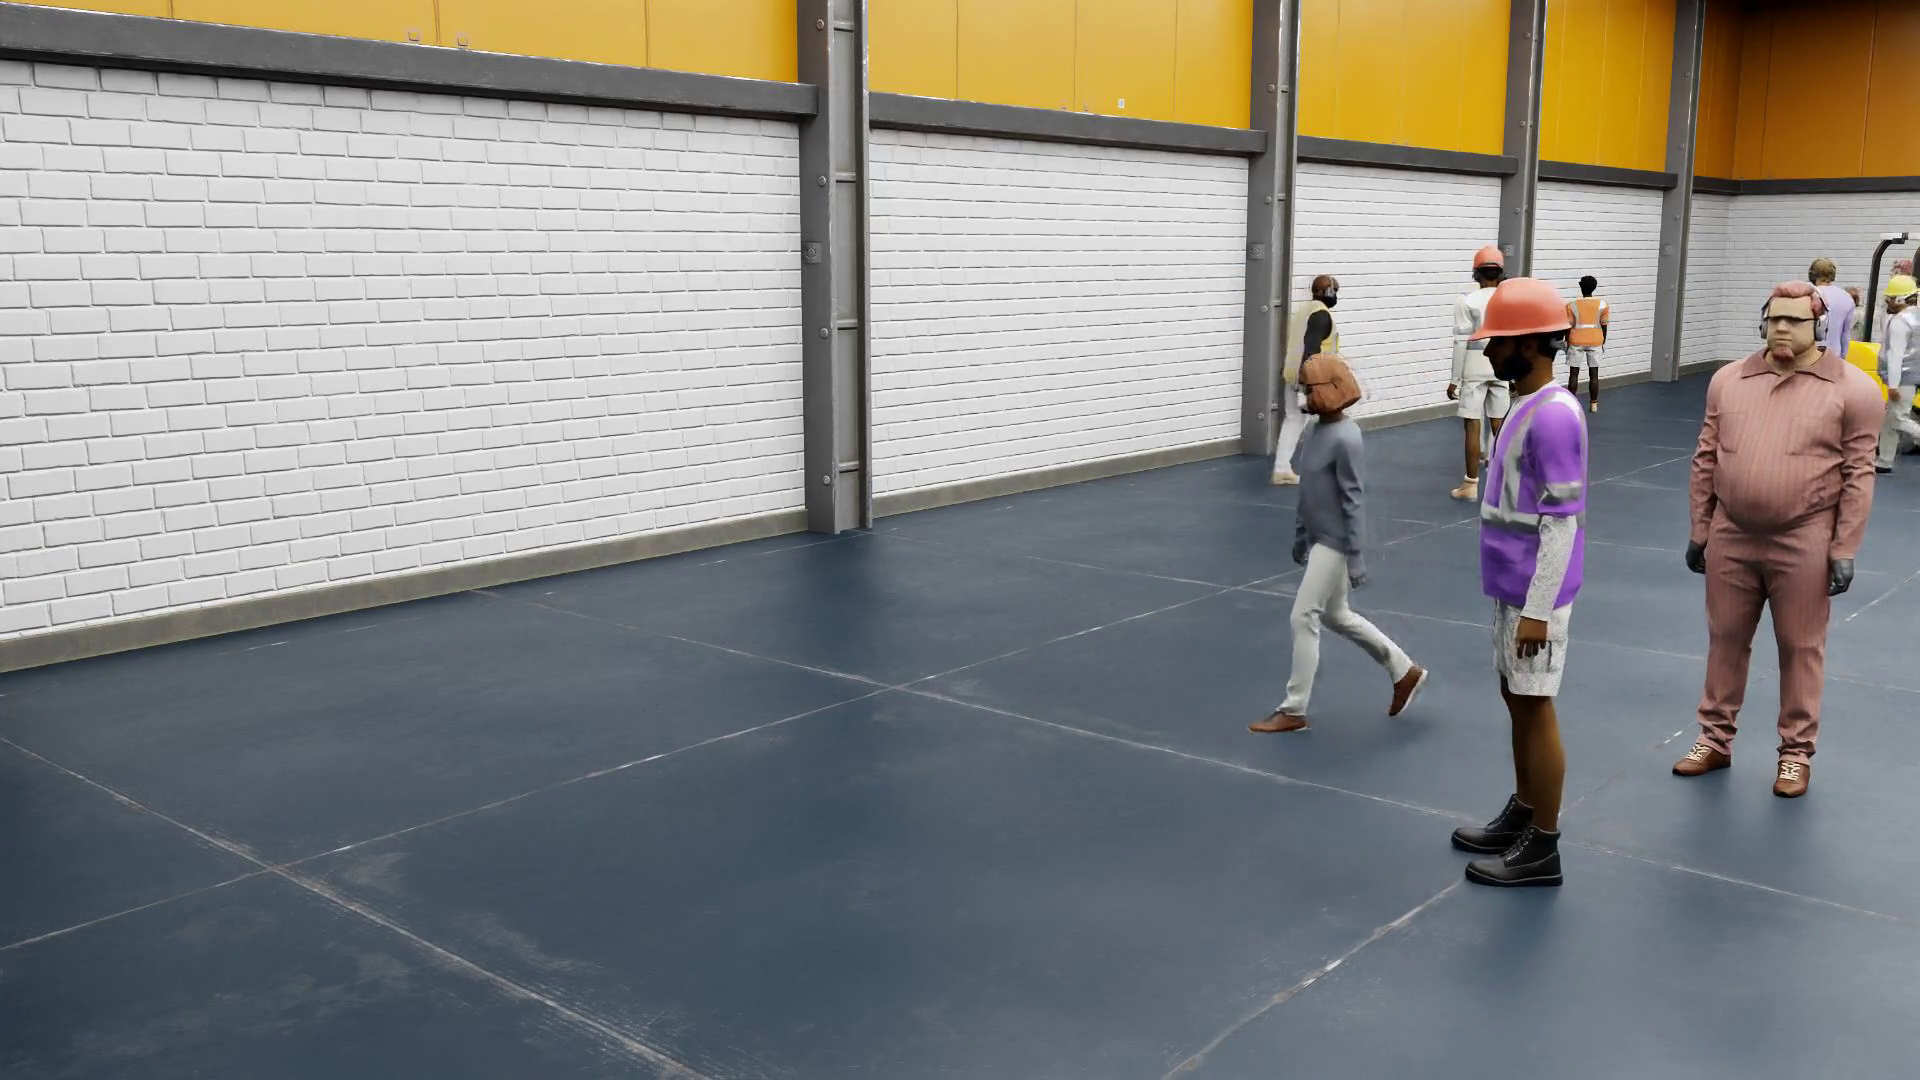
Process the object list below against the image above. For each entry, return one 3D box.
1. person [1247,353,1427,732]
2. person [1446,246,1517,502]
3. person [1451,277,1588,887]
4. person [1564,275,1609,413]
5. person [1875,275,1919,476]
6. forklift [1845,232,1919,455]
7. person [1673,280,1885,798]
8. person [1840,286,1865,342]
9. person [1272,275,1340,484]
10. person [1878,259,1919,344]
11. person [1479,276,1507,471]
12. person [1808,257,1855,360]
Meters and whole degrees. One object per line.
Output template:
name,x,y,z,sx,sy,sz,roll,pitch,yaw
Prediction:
person,1.617,0.018,6.973,0.749,1.606,0.519,-1,10,-5
person,4.196,-1.324,13.342,0.615,2.039,0.386,-2,10,-11
person,1.776,0.141,5.302,0.376,1.932,0.551,2,10,10
person,7.724,-2.414,20.547,0.532,1.694,0.320,3,10,14
person,8.355,-1.413,14.557,0.593,1.804,0.752,-9,13,-42
forklift,9.955,-1.972,16.595,2.313,2.155,1.214,1,10,8
person,3.036,-0.007,6.223,0.643,1.909,0.411,10,14,43
person,9.431,-1.908,17.895,0.709,1.615,0.529,-1,10,-6
person,3.001,-1.363,14.278,0.673,1.791,0.648,-1,10,-7
person,11.350,-2.443,20.133,0.662,1.890,0.454,-6,12,-32
person,4.952,-1.583,15.437,0.510,1.829,0.930,4,11,23
person,8.056,-1.673,15.626,0.635,1.936,0.351,-3,10,-15
